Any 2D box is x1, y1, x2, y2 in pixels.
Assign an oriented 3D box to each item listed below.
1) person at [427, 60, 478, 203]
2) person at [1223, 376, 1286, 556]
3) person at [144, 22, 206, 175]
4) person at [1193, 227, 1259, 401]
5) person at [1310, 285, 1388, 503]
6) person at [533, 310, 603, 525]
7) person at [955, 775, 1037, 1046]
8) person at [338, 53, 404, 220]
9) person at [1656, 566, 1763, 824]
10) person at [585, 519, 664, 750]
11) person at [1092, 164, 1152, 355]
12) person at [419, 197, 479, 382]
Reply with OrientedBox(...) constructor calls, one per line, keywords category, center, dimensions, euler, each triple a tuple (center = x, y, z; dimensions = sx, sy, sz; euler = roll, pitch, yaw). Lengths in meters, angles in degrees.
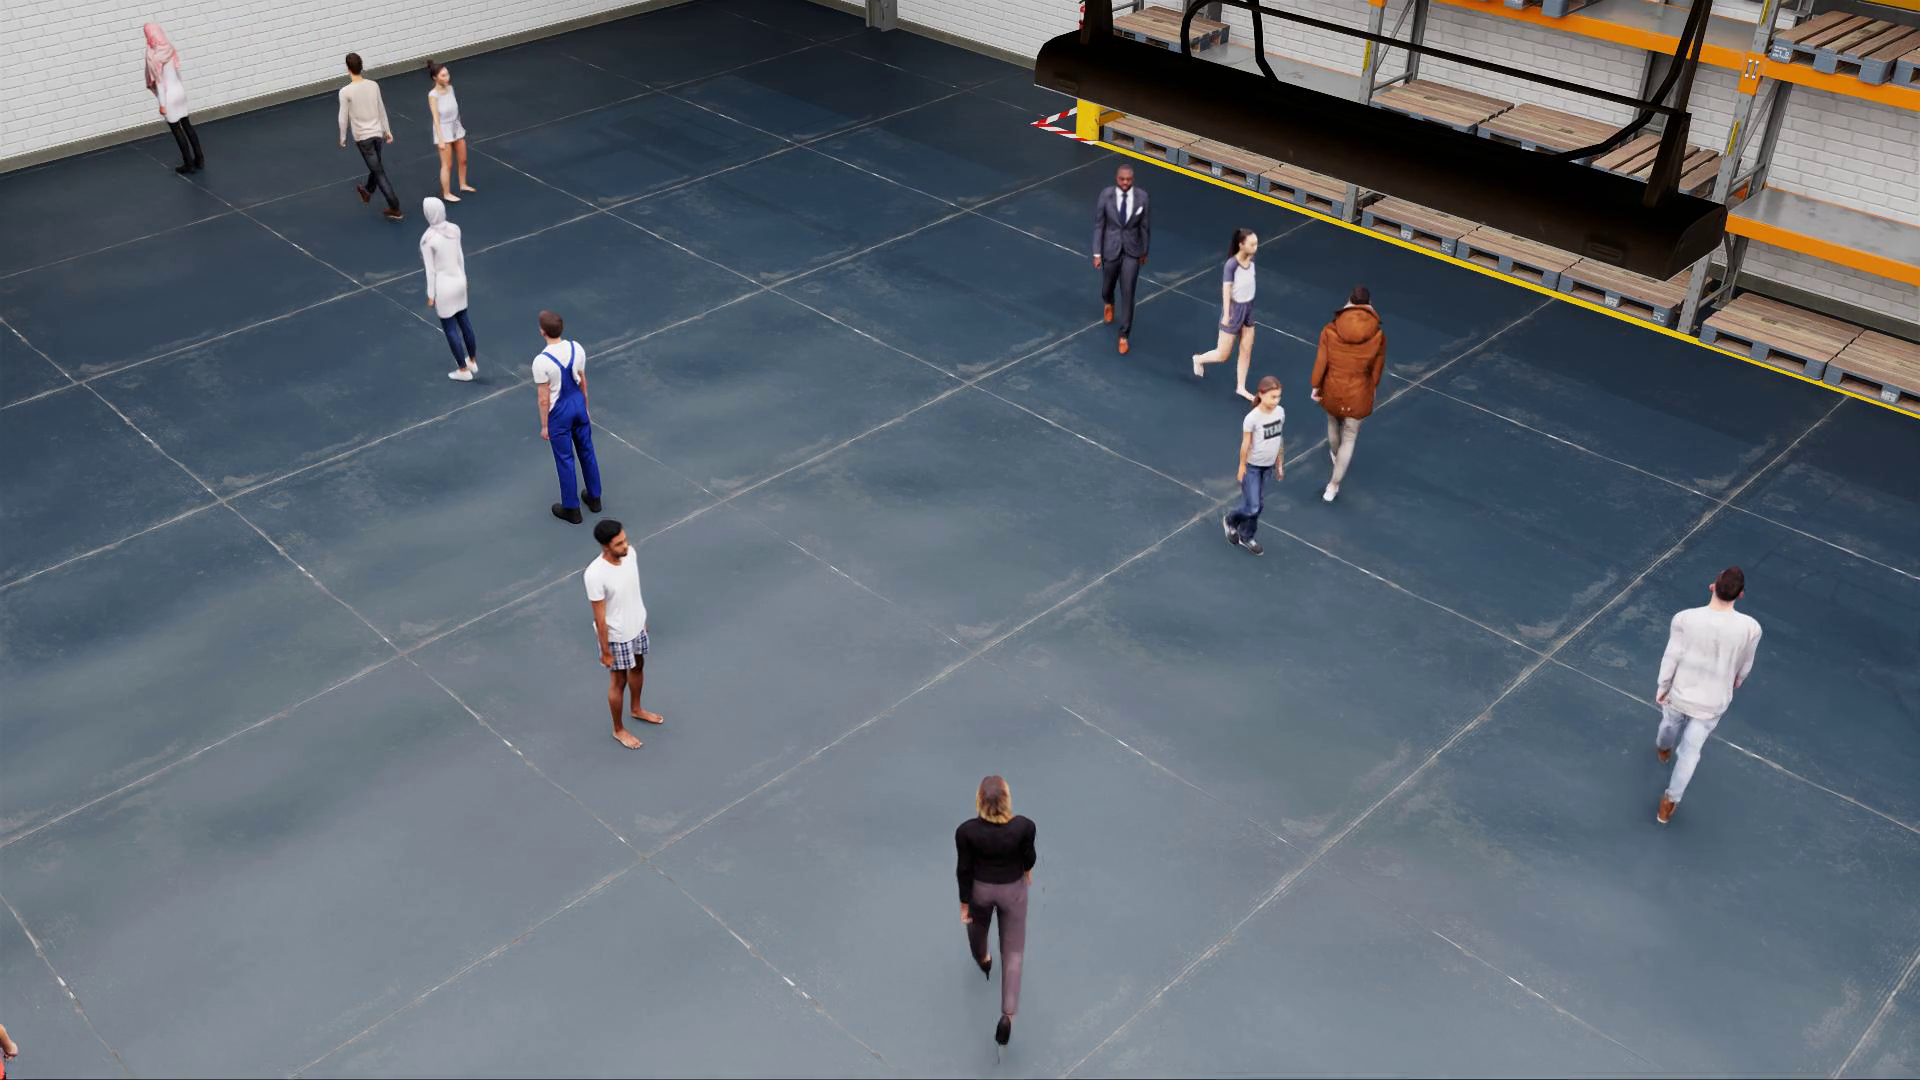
OrientedBox(category="person", center=(-5.945, -4.722, 19.204), dimensions=(0.648, 1.614, 0.664), euler=(11, 35, 16))
OrientedBox(category="person", center=(2.306, -0.629, 13.101), dimensions=(0.592, 1.553, 0.673), euler=(-18, 38, -25))
OrientedBox(category="person", center=(-9.419, -5.284, 19.879), dimensions=(0.748, 1.803, 0.732), euler=(9, 35, 13))
OrientedBox(category="person", center=(2.463, -2.070, 15.198), dimensions=(0.636, 1.632, 0.910), euler=(-26, 42, -34))
OrientedBox(category="person", center=(3.172, -1.140, 13.668), dimensions=(1.161, 1.777, 1.064), euler=(10, 35, 15))
OrientedBox(category="person", center=(-3.172, -1.006, 13.402), dimensions=(0.548, 1.848, 0.616), euler=(28, 43, 35))
OrientedBox(category="person", center=(0.205, 2.015, 9.045), dimensions=(1.009, 1.640, 1.070), euler=(0, 34, 0))
OrientedBox(category="person", center=(-6.570, -4.472, 18.643), dimensions=(1.146, 1.818, 0.754), euler=(23, 40, 31))
OrientedBox(category="person", center=(4.632, 1.007, 10.418), dimensions=(1.131, 1.798, 0.997), euler=(14, 36, 20))
OrientedBox(category="person", center=(-2.259, 0.586, 11.112), dimensions=(0.658, 1.732, 0.712), euler=(13, 36, 19))
OrientedBox(category="person", center=(1.558, -2.806, 16.158), dimensions=(1.192, 1.795, 1.200), euler=(3, 34, 5))
OrientedBox(category="person", center=(-4.744, -2.338, 15.464), dimensions=(0.654, 1.783, 0.674), euler=(19, 38, 26))
